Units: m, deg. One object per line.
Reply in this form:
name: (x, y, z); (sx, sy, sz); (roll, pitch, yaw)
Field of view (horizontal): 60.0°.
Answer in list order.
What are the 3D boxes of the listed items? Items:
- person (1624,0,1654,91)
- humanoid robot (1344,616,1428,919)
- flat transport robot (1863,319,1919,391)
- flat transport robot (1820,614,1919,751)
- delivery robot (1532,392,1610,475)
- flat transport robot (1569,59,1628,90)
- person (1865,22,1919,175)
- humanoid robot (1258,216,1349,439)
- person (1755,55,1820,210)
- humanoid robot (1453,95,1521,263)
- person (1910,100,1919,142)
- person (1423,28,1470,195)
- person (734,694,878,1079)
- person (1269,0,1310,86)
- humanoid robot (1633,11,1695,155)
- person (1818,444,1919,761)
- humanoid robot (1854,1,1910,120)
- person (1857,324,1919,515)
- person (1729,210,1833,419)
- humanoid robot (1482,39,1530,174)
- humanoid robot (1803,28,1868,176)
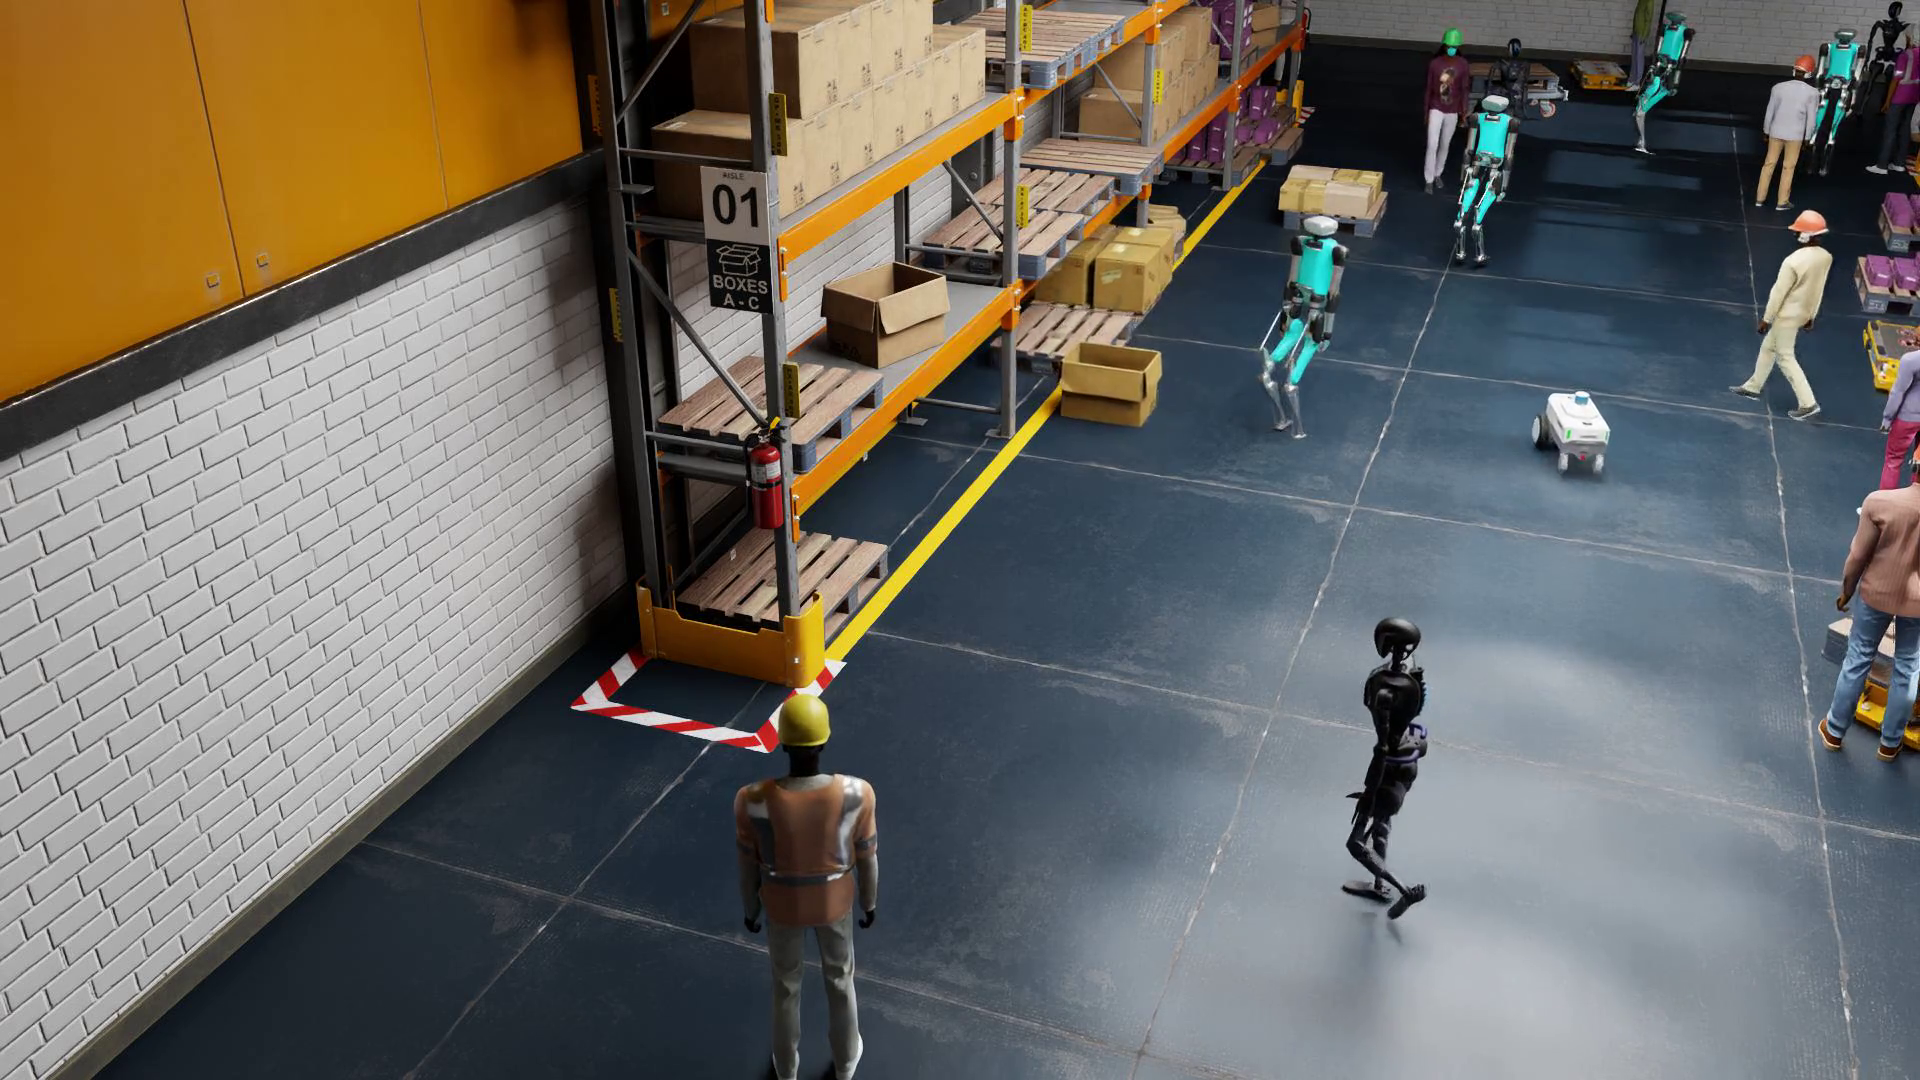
person: (10.201, -7.587, 24.975); (0.284, 1.633, 0.498); (2, 27, 3)
humanoid robot: (2.144, 1.108, 8.057); (0.439, 1.644, 0.610); (13, 30, 23)
flat transport robot: (8.538, -1.637, 14.925); (0.659, 0.231, 1.431); (10, 29, 19)
flat transport robot: (6.021, 0.910, 9.986); (1.431, 0.231, 0.659); (-15, 31, -27)
delivery robot: (4.867, -0.890, 13.137); (0.499, 0.569, 0.749); (2, 27, 5)
flat transport robot: (9.855, -7.180, 25.678); (0.659, 0.231, 1.431); (5, 28, 9)
person: (11.729, -5.490, 20.692); (0.509, 1.835, 0.360); (-9, 29, -17)
humanoid robot: (2.675, -1.681, 13.424); (0.788, 1.774, 0.559); (-21, 34, -34)
person: (9.624, -4.732, 19.310); (0.344, 1.746, 0.572); (-22, 35, -37)
humanoid robot: (5.339, -3.681, 17.143); (0.533, 1.677, 0.735); (19, 33, 32)
person: (13.073, -6.260, 22.185); (0.621, 1.838, 0.429); (-13, 30, -23)
person: (5.797, -5.103, 19.854); (0.508, 1.918, 0.890); (3, 27, 6)
person: (-0.639, 1.503, 7.038); (0.583, 1.919, 0.383); (-4, 28, -8)
person: (4.981, -7.883, 25.226); (0.627, 1.936, 0.377); (-3, 27, -6)
humanoid robot: (9.011, -5.954, 21.686); (0.885, 1.764, 0.592); (-12, 30, -22)
person: (5.228, 0.315, 9.257); (0.610, 1.995, 0.376); (13, 30, 23)
humanoid robot: (12.916, -6.668, 23.201); (0.608, 1.625, 0.766); (22, 35, 36)
person: (6.866, -0.869, 11.953); (0.498, 1.629, 0.288); (-3, 27, -5)
person: (6.938, -1.879, 13.813); (0.568, 1.717, 0.840); (-18, 32, -31)
humanoid robot: (6.824, -5.471, 20.879); (0.601, 1.626, 0.764); (-3, 27, -7)
humanoid robot: (10.759, -5.366, 20.570); (0.550, 1.802, 0.678); (16, 31, 29)
